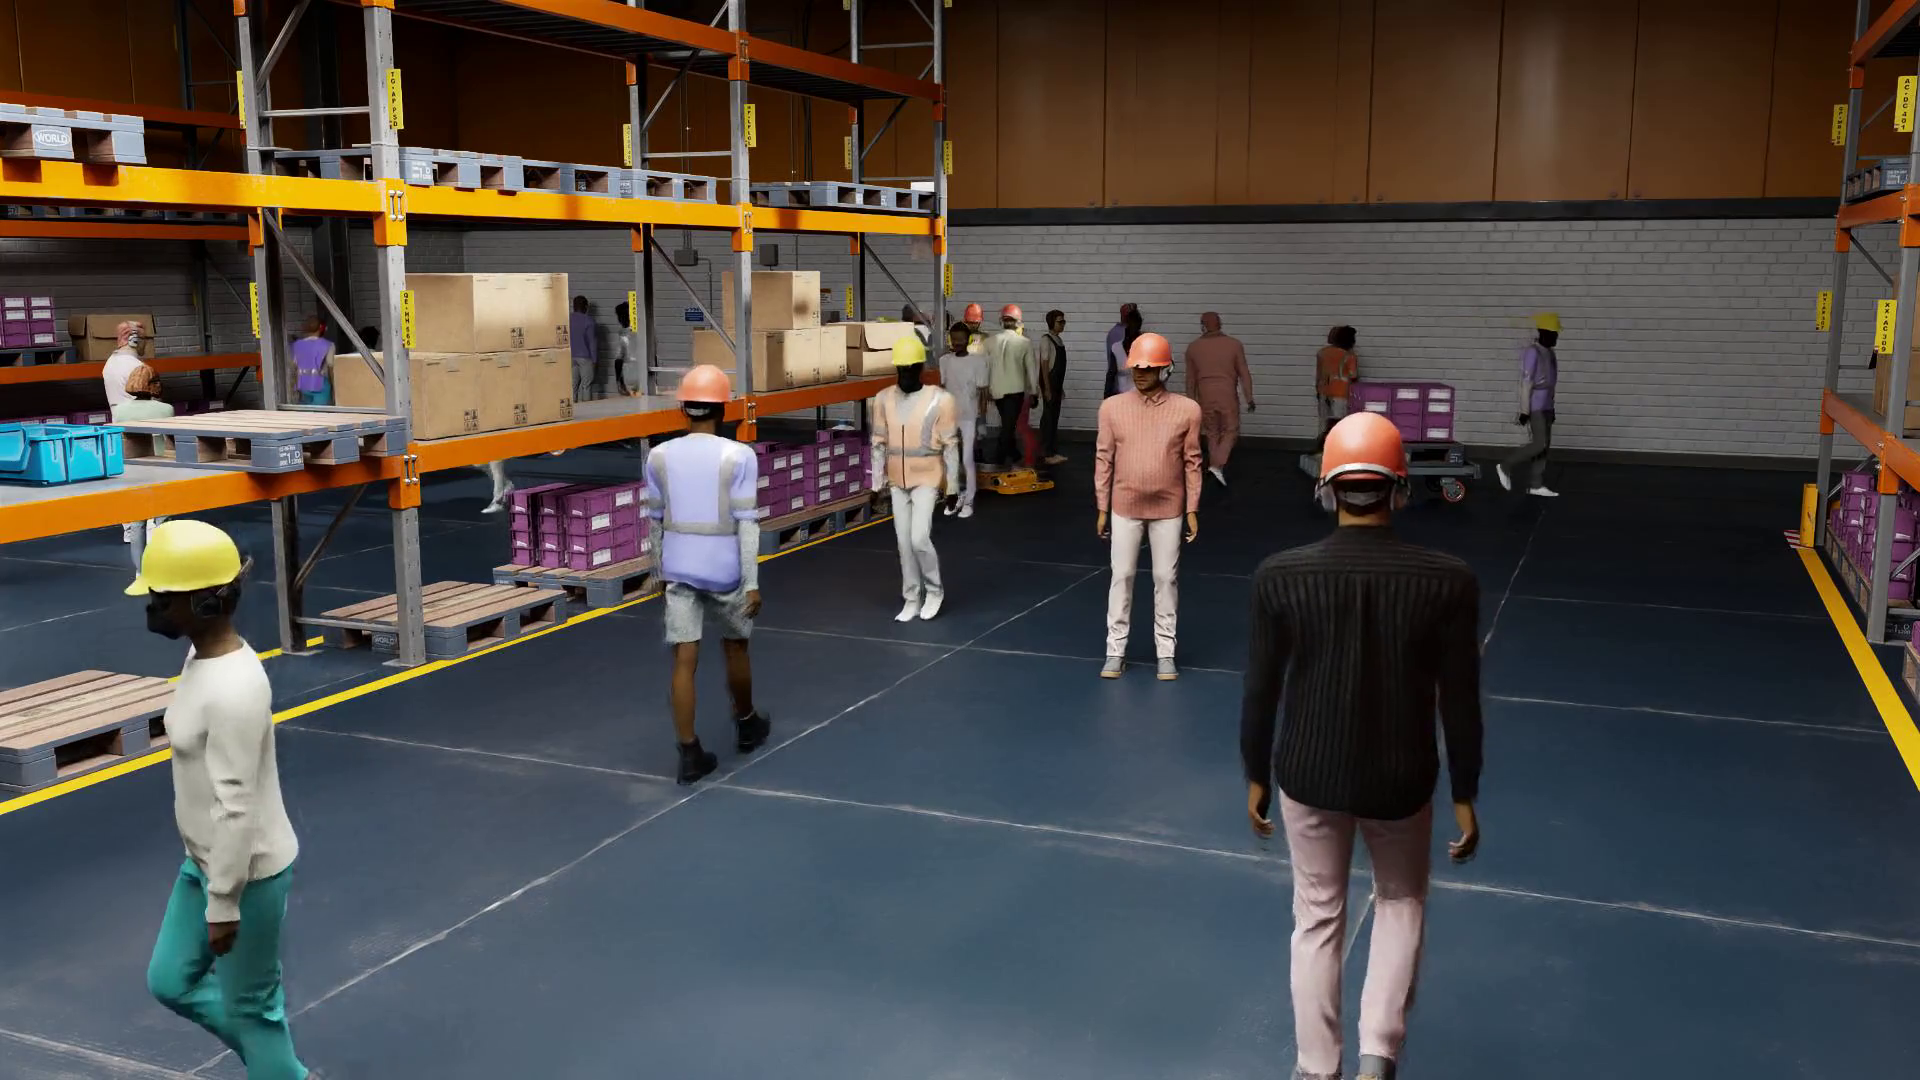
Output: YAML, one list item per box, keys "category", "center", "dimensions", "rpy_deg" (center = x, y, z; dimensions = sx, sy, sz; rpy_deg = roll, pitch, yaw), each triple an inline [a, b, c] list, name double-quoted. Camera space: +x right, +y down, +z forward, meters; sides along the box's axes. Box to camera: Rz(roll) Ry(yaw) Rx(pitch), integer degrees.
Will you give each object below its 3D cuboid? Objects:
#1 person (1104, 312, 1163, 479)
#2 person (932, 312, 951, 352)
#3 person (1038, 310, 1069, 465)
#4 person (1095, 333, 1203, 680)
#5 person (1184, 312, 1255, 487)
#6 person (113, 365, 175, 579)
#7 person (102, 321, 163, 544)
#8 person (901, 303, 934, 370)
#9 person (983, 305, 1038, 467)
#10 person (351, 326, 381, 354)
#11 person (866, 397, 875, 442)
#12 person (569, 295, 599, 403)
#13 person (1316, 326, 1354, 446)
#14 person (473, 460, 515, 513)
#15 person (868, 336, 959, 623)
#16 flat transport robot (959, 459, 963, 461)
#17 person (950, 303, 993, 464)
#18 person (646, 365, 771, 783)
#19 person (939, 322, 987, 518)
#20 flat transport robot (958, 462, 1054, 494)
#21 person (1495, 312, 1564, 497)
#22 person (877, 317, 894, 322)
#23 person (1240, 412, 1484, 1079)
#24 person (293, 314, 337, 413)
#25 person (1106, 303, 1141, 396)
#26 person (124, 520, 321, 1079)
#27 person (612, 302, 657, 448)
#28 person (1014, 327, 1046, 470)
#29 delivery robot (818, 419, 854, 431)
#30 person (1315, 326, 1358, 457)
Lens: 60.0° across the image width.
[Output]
- category: "person"
  center: [1.856, -1.541, 18.111]
  dimensions: [0.623, 1.862, 1.000]
  rpy_deg: [7, 11, 35]
- category: "person"
  center: [-0.226, -1.888, 20.350]
  dimensions: [0.543, 1.814, 0.731]
  rpy_deg: [-8, 12, -39]
- category: "person"
  center: [1.124, -1.827, 19.904]
  dimensions: [0.346, 1.846, 0.505]
  rpy_deg: [4, 10, 22]
- category: "person"
  center: [1.073, -0.184, 9.502]
  dimensions: [0.612, 1.991, 0.392]
  rpy_deg: [1, 9, 9]
- category: "person"
  center: [2.768, -1.499, 17.817]
  dimensions: [0.729, 1.878, 0.567]
  rpy_deg: [4, 10, 21]
- category: "person"
  center: [-6.056, -0.491, 12.445]
  dimensions: [0.501, 1.633, 0.286]
  rpy_deg: [1, 9, 8]
- category: "person"
  center: [-6.930, -0.891, 14.048]
  dimensions: [0.643, 1.909, 0.411]
  rpy_deg: [8, 13, 41]
- category: "person"
  center: [-0.519, -1.763, 18.923]
  dimensions: [0.764, 2.000, 1.047]
  rpy_deg: [-6, 11, -31]
- category: "person"
  center: [0.562, -1.697, 18.864]
  dimensions: [0.622, 1.935, 1.106]
  rpy_deg: [4, 10, 25]
- category: "person"
  center: [-6.709, -1.613, 19.094]
  dimensions: [0.548, 1.678, 0.589]
  rpy_deg: [0, 9, 1]
- category: "person"
  center: [-0.971, -1.498, 18.634]
  dimensions: [0.454, 1.610, 0.546]
  rpy_deg: [-4, 10, -21]
- category: "person"
  center: [-5.655, -2.676, 24.786]
  dimensions: [0.628, 1.933, 0.378]
  rpy_deg: [5, 10, 26]
- category: "person"
  center: [4.580, -1.790, 20.323]
  dimensions: [0.517, 1.631, 0.334]
  rpy_deg: [8, 12, 40]
- category: "person"
  center: [-4.478, -1.068, 15.985]
  dimensions: [0.504, 1.621, 0.405]
  rpy_deg: [7, 12, 35]
- category: "person"
  center: [-0.312, -0.391, 10.991]
  dimensions: [0.597, 1.913, 0.432]
  rpy_deg: [5, 11, 29]
- category: "flat transport robot"
  center: [-0.582, -0.869, 18.856]
  dimensions: [0.652, 0.197, 1.431]
  rpy_deg: [-7, 12, -36]
- category: "person"
  center: [0.147, -1.811, 19.562]
  dimensions: [0.542, 1.927, 0.374]
  rpy_deg: [-3, 10, -19]
- category: "person"
  center: [-1.164, 0.127, 7.880]
  dimensions: [0.575, 1.900, 0.902]
  rpy_deg: [2, 10, 11]
- category: "person"
  center: [0.019, -1.117, 15.589]
  dimensions: [0.548, 1.849, 0.442]
  rpy_deg: [4, 10, 25]
- category: "flat transport robot"
  center: [0.234, -0.670, 17.652]
  dimensions: [1.431, 0.197, 0.652]
  rpy_deg: [8, 13, 41]
- category: "person"
  center: [5.896, -1.390, 17.079]
  dimensions: [0.547, 1.906, 0.590]
  rpy_deg: [7, 12, 35]
- category: "person"
  center: [-0.688, -1.682, 19.248]
  dimensions: [0.675, 1.792, 0.615]
  rpy_deg: [0, 9, 1]
- category: "person"
  center: [1.087, 0.639, 4.553]
  dimensions: [0.648, 1.975, 0.438]
  rpy_deg: [2, 10, 14]
- category: "person"
  center: [-7.573, -1.740, 19.501]
  dimensions: [0.565, 1.813, 0.804]
  rpy_deg: [3, 10, 17]
- category: "person"
  center: [2.102, -1.996, 20.746]
  dimensions: [0.409, 1.908, 0.647]
  rpy_deg: [-5, 11, -30]
- category: "person"
  center: [-1.856, 0.813, 4.156]
  dimensions: [0.367, 1.751, 0.552]
  rpy_deg: [-6, 11, -31]
- category: "person"
  center: [-4.159, -2.084, 21.303]
  dimensions: [0.656, 1.895, 0.997]
  rpy_deg: [-5, 11, -27]
- category: "person"
  center: [0.693, -1.630, 19.091]
  dimensions: [0.410, 1.725, 0.584]
  rpy_deg: [3, 10, 18]
- category: "delivery robot"
  center: [-1.371, -1.177, 19.583]
  dimensions: [0.477, 0.478, 0.707]
  rpy_deg: [-8, 12, -41]
- category: "person"
  center: [4.560, -1.714, 19.801]
  dimensions: [0.852, 1.651, 0.537]
  rpy_deg: [-2, 10, -13]
